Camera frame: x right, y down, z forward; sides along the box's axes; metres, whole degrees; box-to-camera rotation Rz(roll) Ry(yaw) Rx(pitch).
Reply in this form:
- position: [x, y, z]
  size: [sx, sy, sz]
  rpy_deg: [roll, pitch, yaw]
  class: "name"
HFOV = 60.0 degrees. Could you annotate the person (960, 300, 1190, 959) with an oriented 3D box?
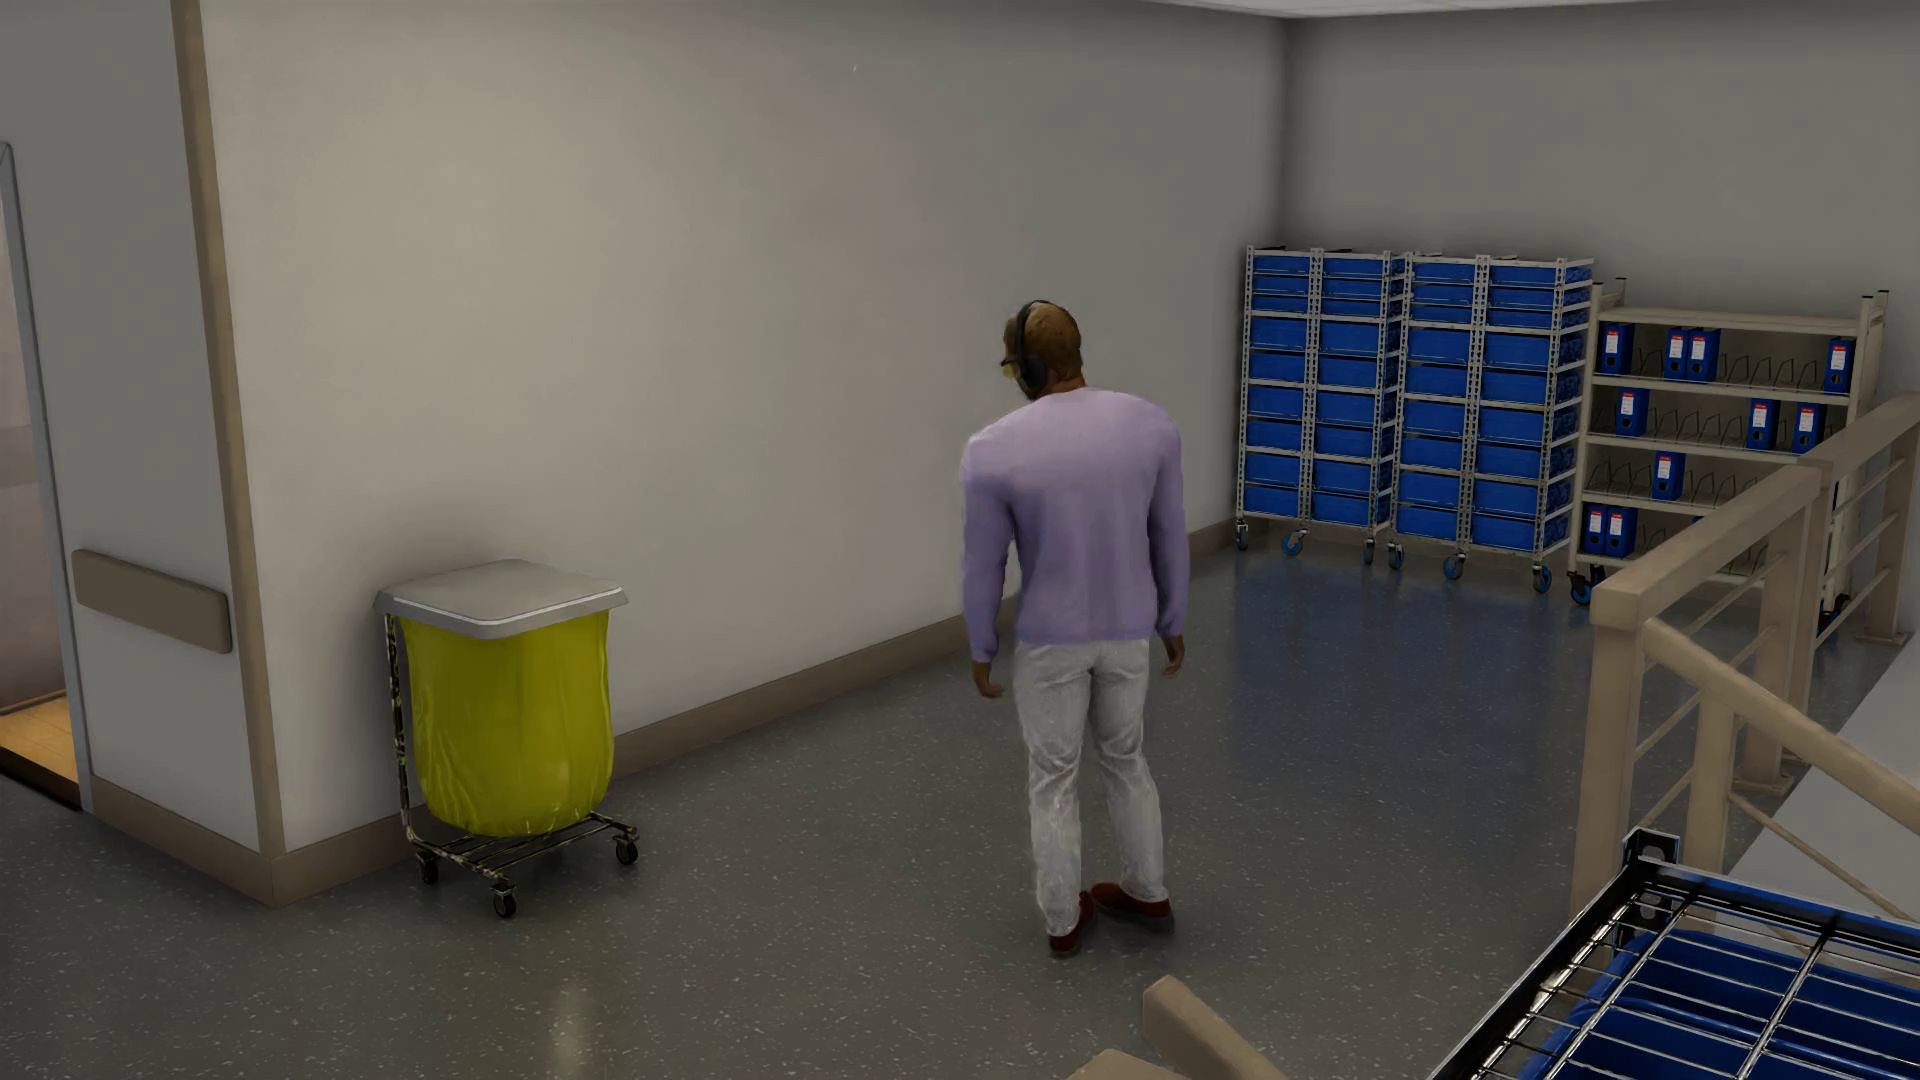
- position: [0.327, 0.283, 4.759]
  size: [0.666, 1.921, 0.448]
  rpy_deg: [-4, 14, -15]
  class: "person"
